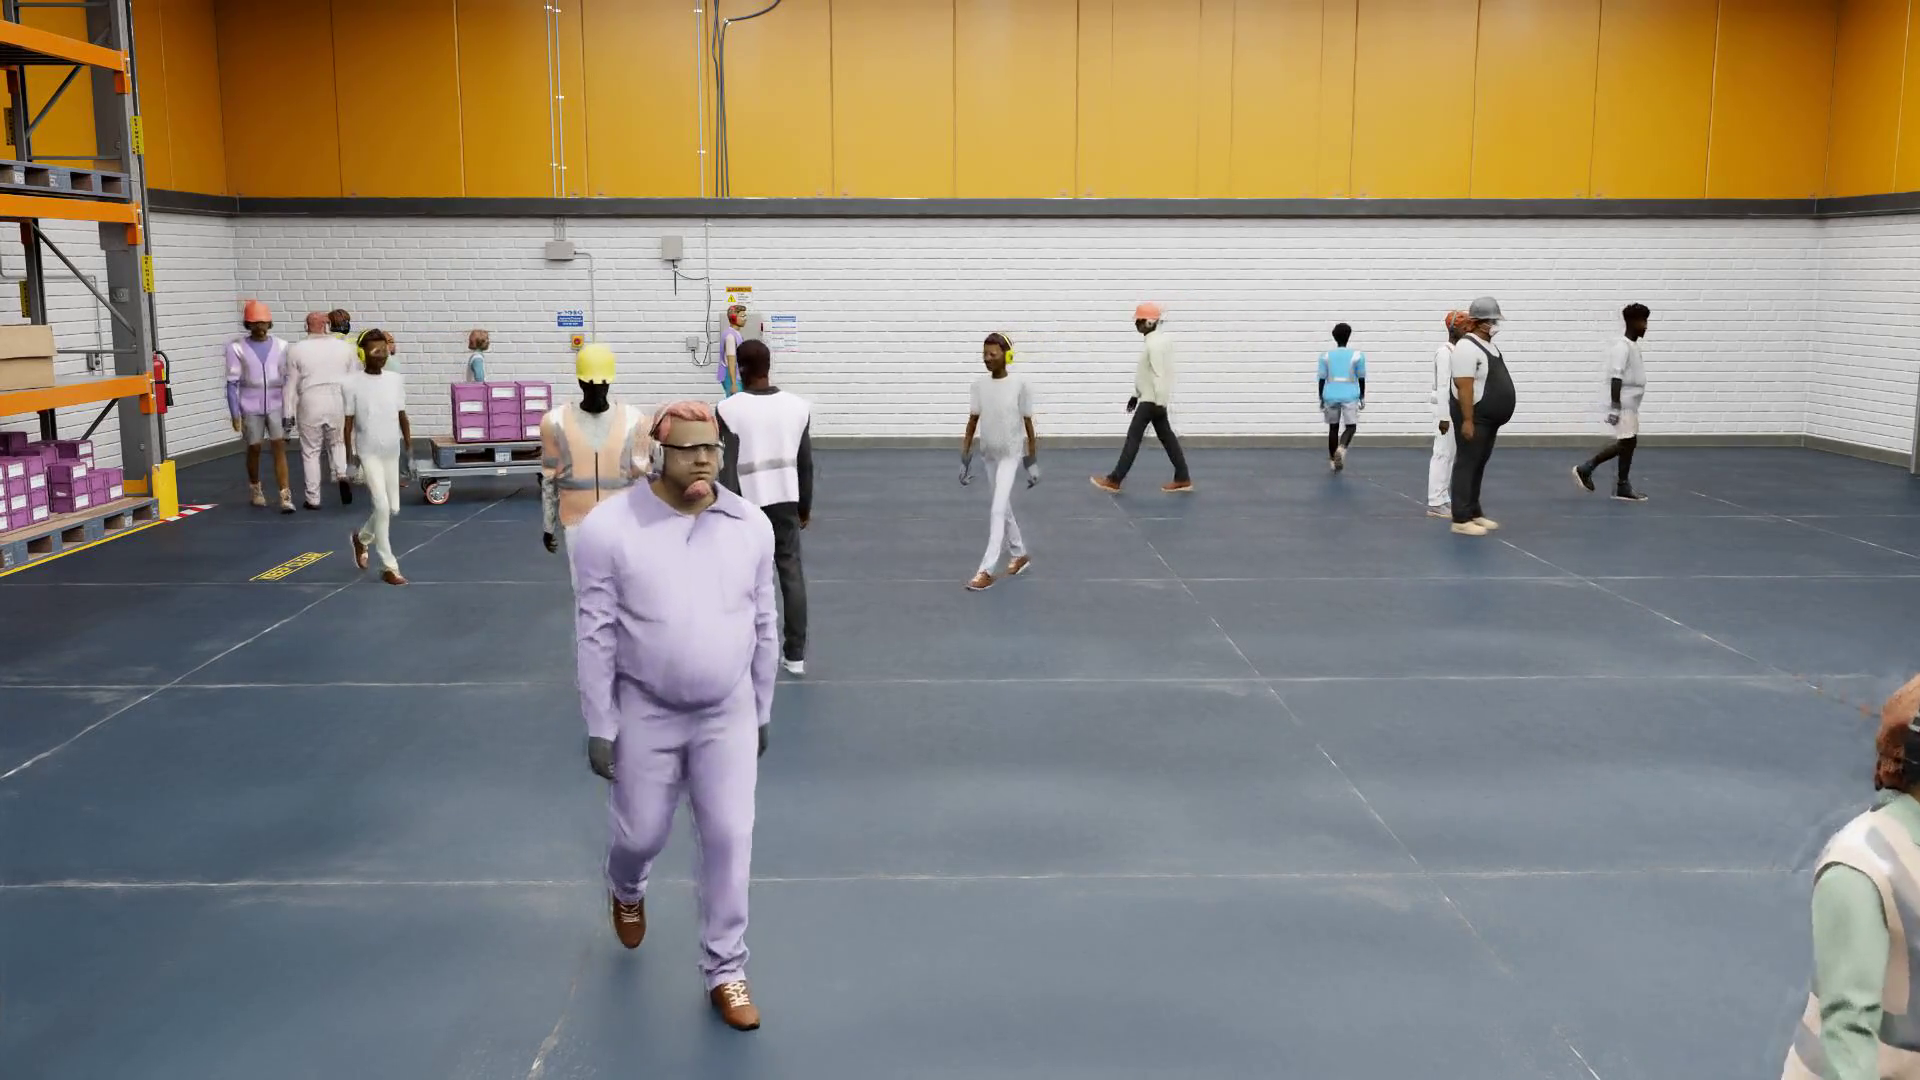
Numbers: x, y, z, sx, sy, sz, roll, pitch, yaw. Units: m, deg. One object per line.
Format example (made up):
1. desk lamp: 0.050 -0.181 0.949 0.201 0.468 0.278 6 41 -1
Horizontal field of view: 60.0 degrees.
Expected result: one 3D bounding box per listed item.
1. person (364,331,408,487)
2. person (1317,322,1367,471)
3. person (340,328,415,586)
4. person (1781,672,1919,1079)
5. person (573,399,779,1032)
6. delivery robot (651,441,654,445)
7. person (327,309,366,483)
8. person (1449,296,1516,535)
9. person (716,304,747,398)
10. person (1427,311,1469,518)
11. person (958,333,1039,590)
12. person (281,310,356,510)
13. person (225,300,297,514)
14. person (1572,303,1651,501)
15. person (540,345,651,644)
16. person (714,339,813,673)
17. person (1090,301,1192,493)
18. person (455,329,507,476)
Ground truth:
1. person: -5.963 -1.346 17.241 0.494 1.624 0.279 5 10 27
2. person: 4.215 -1.575 18.456 0.543 1.680 0.603 4 10 24
3. person: -4.261 -0.618 12.102 0.786 1.853 0.507 8 12 40
4. person: 1.662 1.013 2.855 0.546 1.592 0.846 -5 10 -28
5. person: -0.872 0.496 5.138 0.641 1.887 0.767 -4 10 -23
6. delivery robot: -3.014 -0.923 17.626 0.707 0.478 0.477 1 9 8
7. person: -6.513 -1.514 17.599 0.627 1.846 0.429 6 11 31
8. person: 4.485 -1.072 14.284 0.536 2.000 0.688 6 11 32
9. person: -2.690 -1.866 19.756 0.395 1.843 0.564 0 9 -2
10. person: 4.499 -1.155 15.269 0.337 1.882 0.583 5 11 29
11. person: 0.283 -0.591 12.035 0.552 1.823 0.992 6 11 31
12. person: -5.987 -1.204 15.587 0.722 1.883 0.519 -7 12 -36
13. person: -6.525 -1.247 15.562 0.617 1.982 1.069 -6 11 -32
14. person: 6.424 -1.343 16.266 0.599 1.948 0.617 5 11 30
15. person: -1.990 -0.142 9.128 0.586 1.875 0.970 -3 10 -18
16. person: -1.148 -0.215 9.573 0.628 1.855 1.012 -5 11 -30
17. person: 1.886 -1.432 16.819 1.042 1.940 0.615 1 9 8
18. person: -5.283 -1.474 18.036 0.588 1.617 0.527 -2 10 -14
